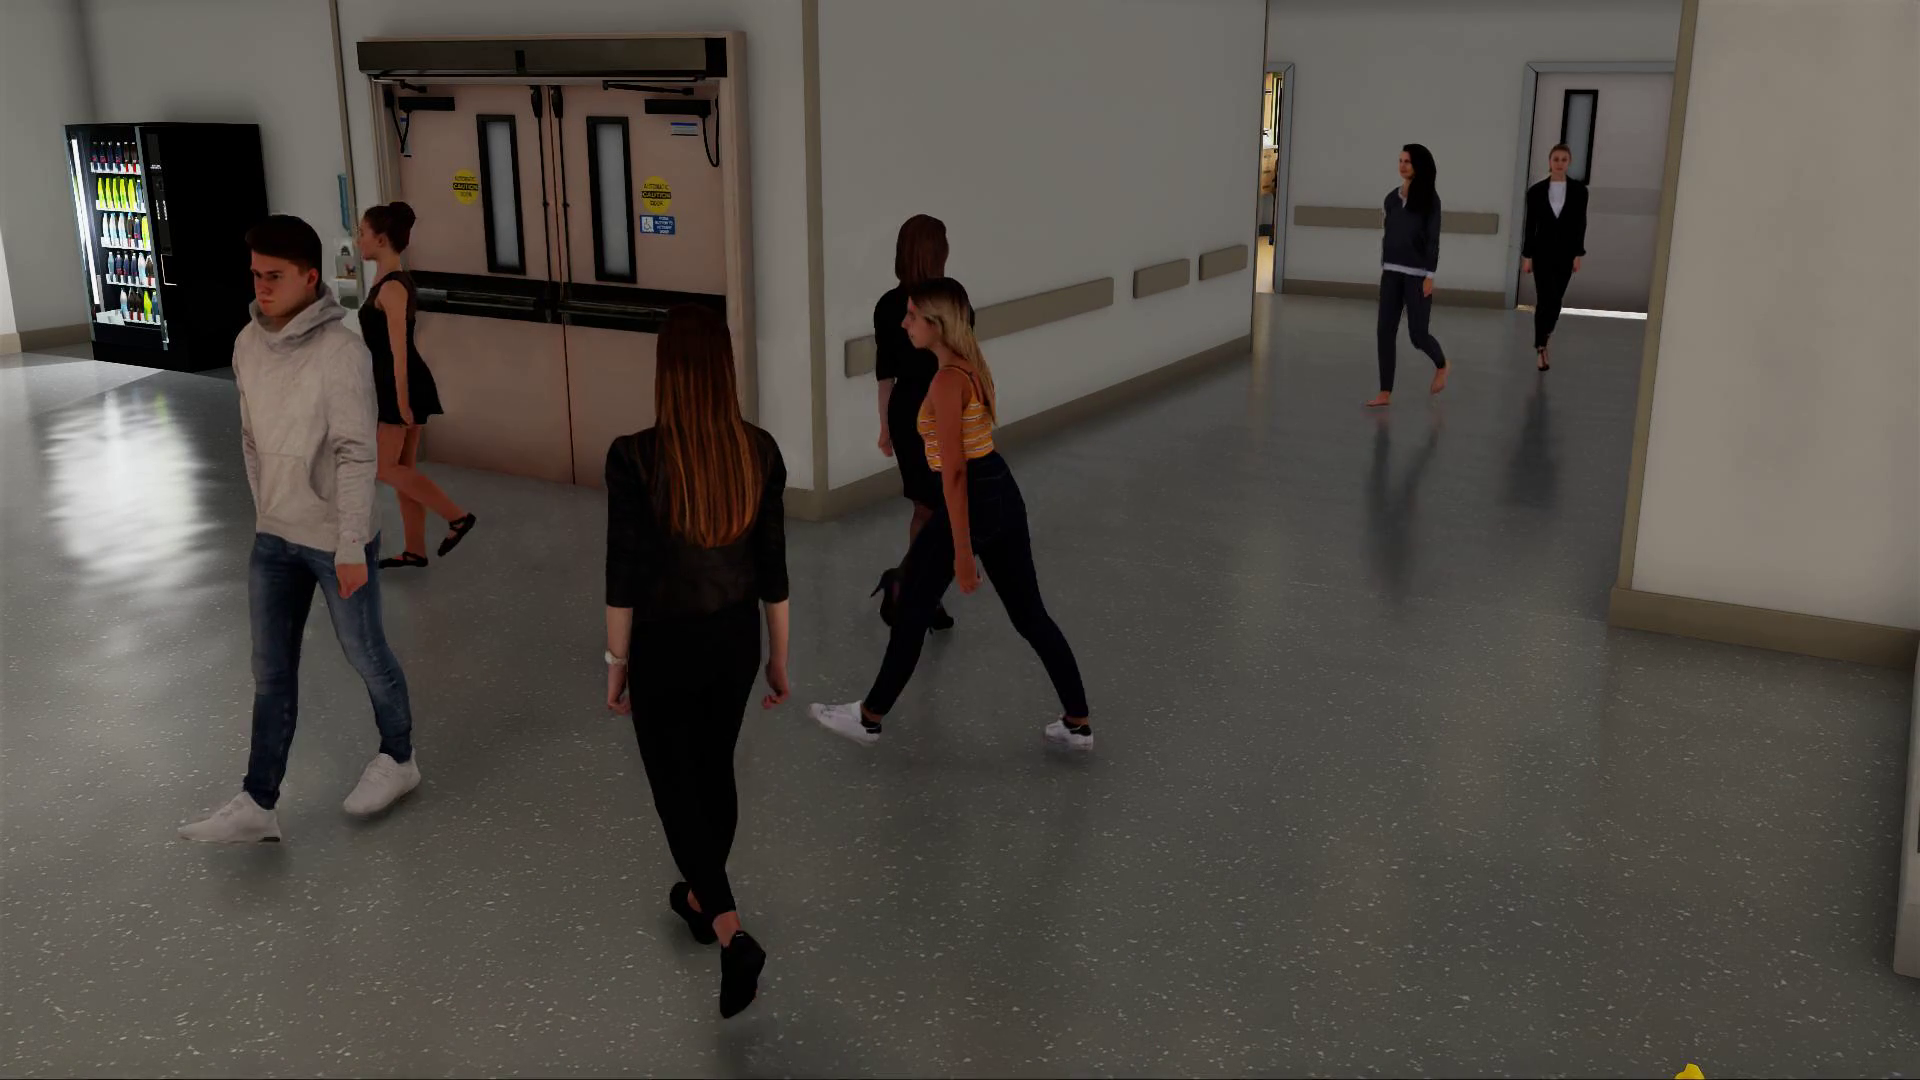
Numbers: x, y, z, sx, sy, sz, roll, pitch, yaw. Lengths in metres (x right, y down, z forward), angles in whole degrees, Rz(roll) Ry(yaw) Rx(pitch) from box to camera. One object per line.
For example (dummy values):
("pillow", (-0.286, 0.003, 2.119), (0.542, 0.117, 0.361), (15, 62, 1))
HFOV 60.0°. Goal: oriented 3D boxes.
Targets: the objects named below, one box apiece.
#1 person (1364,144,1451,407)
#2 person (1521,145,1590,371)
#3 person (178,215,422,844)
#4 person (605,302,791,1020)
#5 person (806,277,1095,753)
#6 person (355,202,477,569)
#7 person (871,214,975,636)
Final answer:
("person", (3.094, -1.785, 11.299), (0.866, 1.753, 0.986), (-13, 21, -40))
("person", (4.537, -2.135, 12.714), (1.087, 1.659, 0.882), (4, 16, 12))
("person", (-1.831, -0.033, 4.942), (1.007, 1.830, 0.832), (7, 17, 23))
("person", (-0.612, 0.307, 3.993), (0.967, 1.691, 1.131), (-8, 17, -25))
("person", (0.107, -0.010, 5.342), (1.223, 1.568, 0.845), (6, 17, 21))
("person", (-2.452, -0.668, 7.499), (0.839, 1.665, 0.773), (-3, 16, -11))
("person", (-0.155, -0.388, 6.462), (0.783, 1.689, 0.661), (9, 18, 29))
